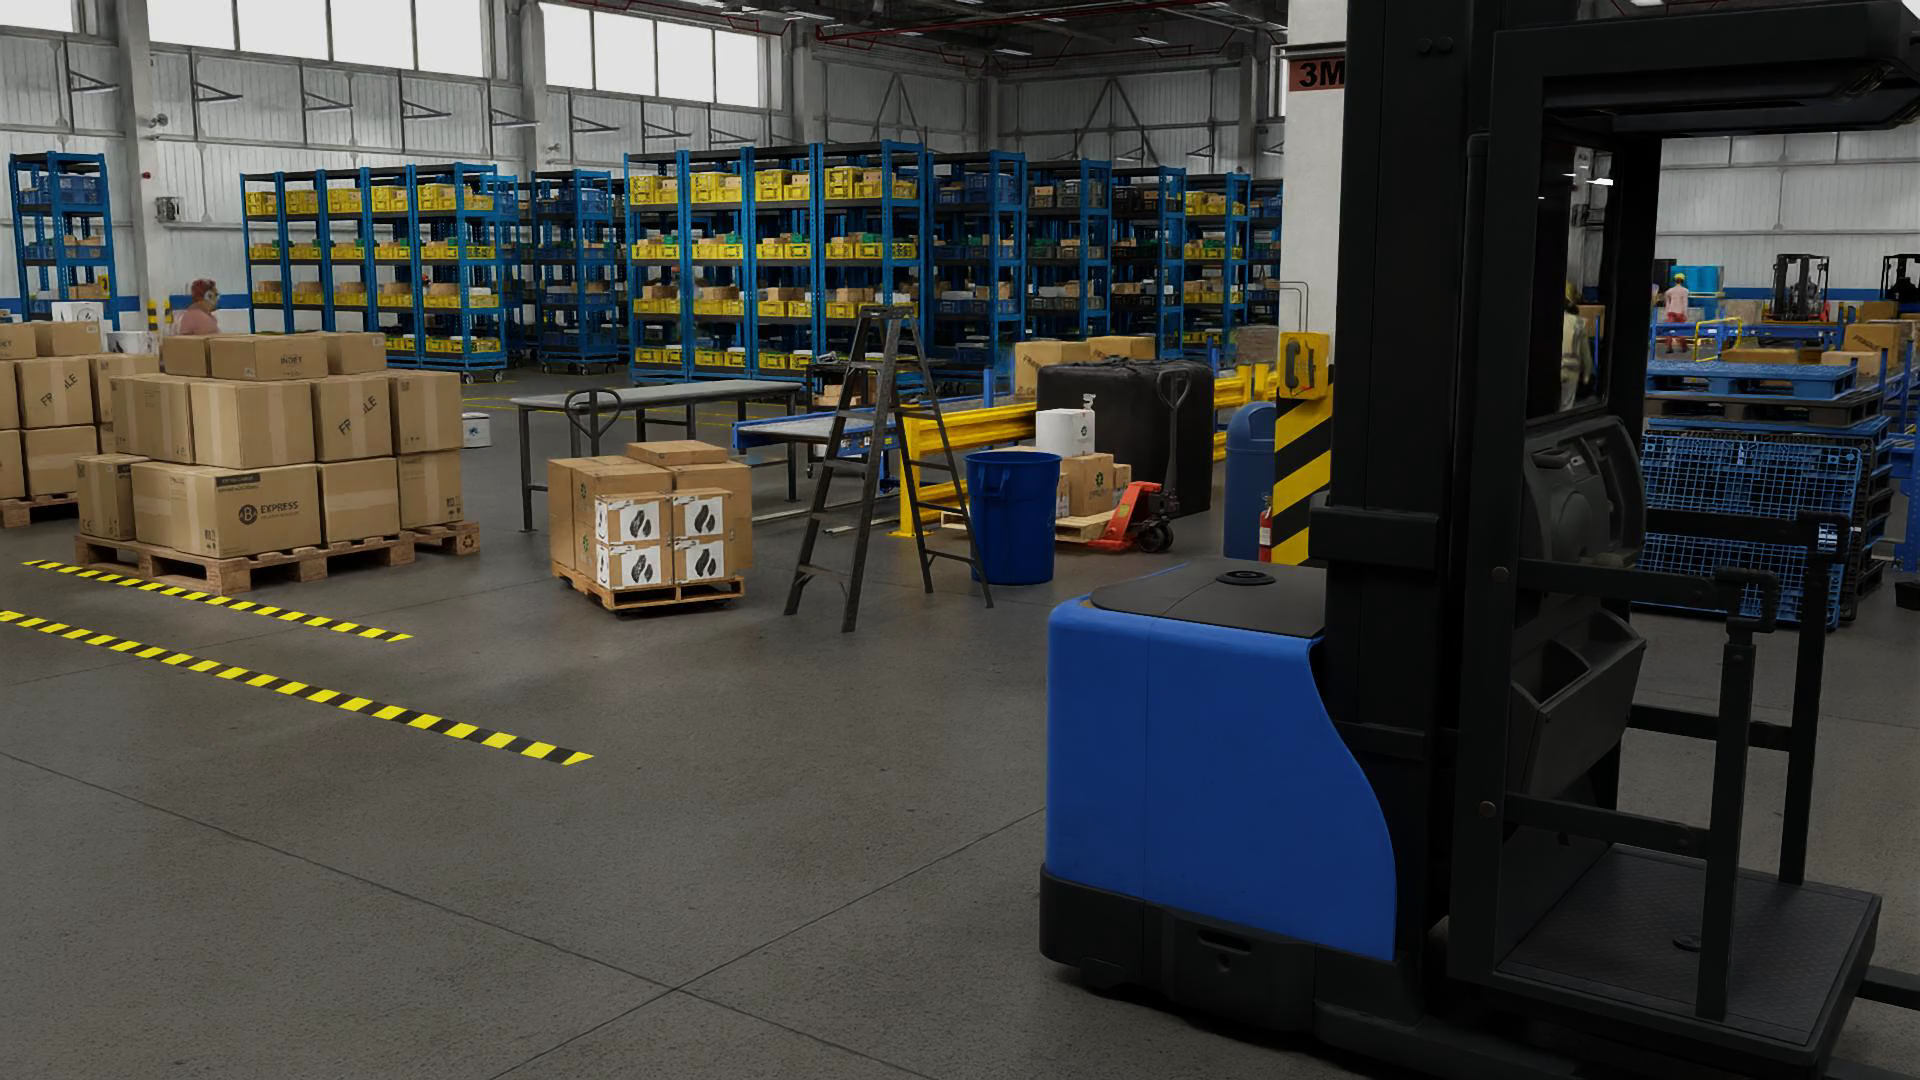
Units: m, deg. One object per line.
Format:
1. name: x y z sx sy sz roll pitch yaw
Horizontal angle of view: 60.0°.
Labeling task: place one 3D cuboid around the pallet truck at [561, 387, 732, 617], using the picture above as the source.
1. pallet truck: -1.981 -0.274 10.088 0.680 1.201 1.601 -5 11 -28

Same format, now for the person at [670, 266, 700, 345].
1. person: -4.992 -3.950 29.619 0.624 2.014 0.697 7 12 37

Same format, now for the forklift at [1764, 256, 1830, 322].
1. forklift: 20.253 -5.854 40.139 1.157 1.987 2.680 7 12 35

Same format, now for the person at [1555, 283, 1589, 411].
1. person: 6.433 -1.859 17.887 0.615 1.778 0.937 3 10 19

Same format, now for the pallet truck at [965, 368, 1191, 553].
1. pallet truck: 0.845 -0.609 11.869 1.630 1.274 0.653 7 12 35

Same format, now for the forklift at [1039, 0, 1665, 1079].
1. forklift: 1.249 -0.137 4.360 1.873 2.768 1.129 7 12 35

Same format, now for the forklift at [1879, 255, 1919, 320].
1. forklift: 22.089 -5.634 38.796 1.157 1.987 2.680 6 11 33

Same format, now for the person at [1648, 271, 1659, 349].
1. person: 15.566 -5.229 37.825 0.586 1.820 0.755 9 13 44

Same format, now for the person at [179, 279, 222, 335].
1. person: -7.002 -1.461 15.283 0.964 1.863 0.655 -7 12 -35

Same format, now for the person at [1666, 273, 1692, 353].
1. person: 15.799 -4.978 36.540 0.713 1.738 0.551 -7 12 -36

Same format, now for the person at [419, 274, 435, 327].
1. person: -11.578 -4.893 36.078 0.359 1.742 0.562 4 10 24
